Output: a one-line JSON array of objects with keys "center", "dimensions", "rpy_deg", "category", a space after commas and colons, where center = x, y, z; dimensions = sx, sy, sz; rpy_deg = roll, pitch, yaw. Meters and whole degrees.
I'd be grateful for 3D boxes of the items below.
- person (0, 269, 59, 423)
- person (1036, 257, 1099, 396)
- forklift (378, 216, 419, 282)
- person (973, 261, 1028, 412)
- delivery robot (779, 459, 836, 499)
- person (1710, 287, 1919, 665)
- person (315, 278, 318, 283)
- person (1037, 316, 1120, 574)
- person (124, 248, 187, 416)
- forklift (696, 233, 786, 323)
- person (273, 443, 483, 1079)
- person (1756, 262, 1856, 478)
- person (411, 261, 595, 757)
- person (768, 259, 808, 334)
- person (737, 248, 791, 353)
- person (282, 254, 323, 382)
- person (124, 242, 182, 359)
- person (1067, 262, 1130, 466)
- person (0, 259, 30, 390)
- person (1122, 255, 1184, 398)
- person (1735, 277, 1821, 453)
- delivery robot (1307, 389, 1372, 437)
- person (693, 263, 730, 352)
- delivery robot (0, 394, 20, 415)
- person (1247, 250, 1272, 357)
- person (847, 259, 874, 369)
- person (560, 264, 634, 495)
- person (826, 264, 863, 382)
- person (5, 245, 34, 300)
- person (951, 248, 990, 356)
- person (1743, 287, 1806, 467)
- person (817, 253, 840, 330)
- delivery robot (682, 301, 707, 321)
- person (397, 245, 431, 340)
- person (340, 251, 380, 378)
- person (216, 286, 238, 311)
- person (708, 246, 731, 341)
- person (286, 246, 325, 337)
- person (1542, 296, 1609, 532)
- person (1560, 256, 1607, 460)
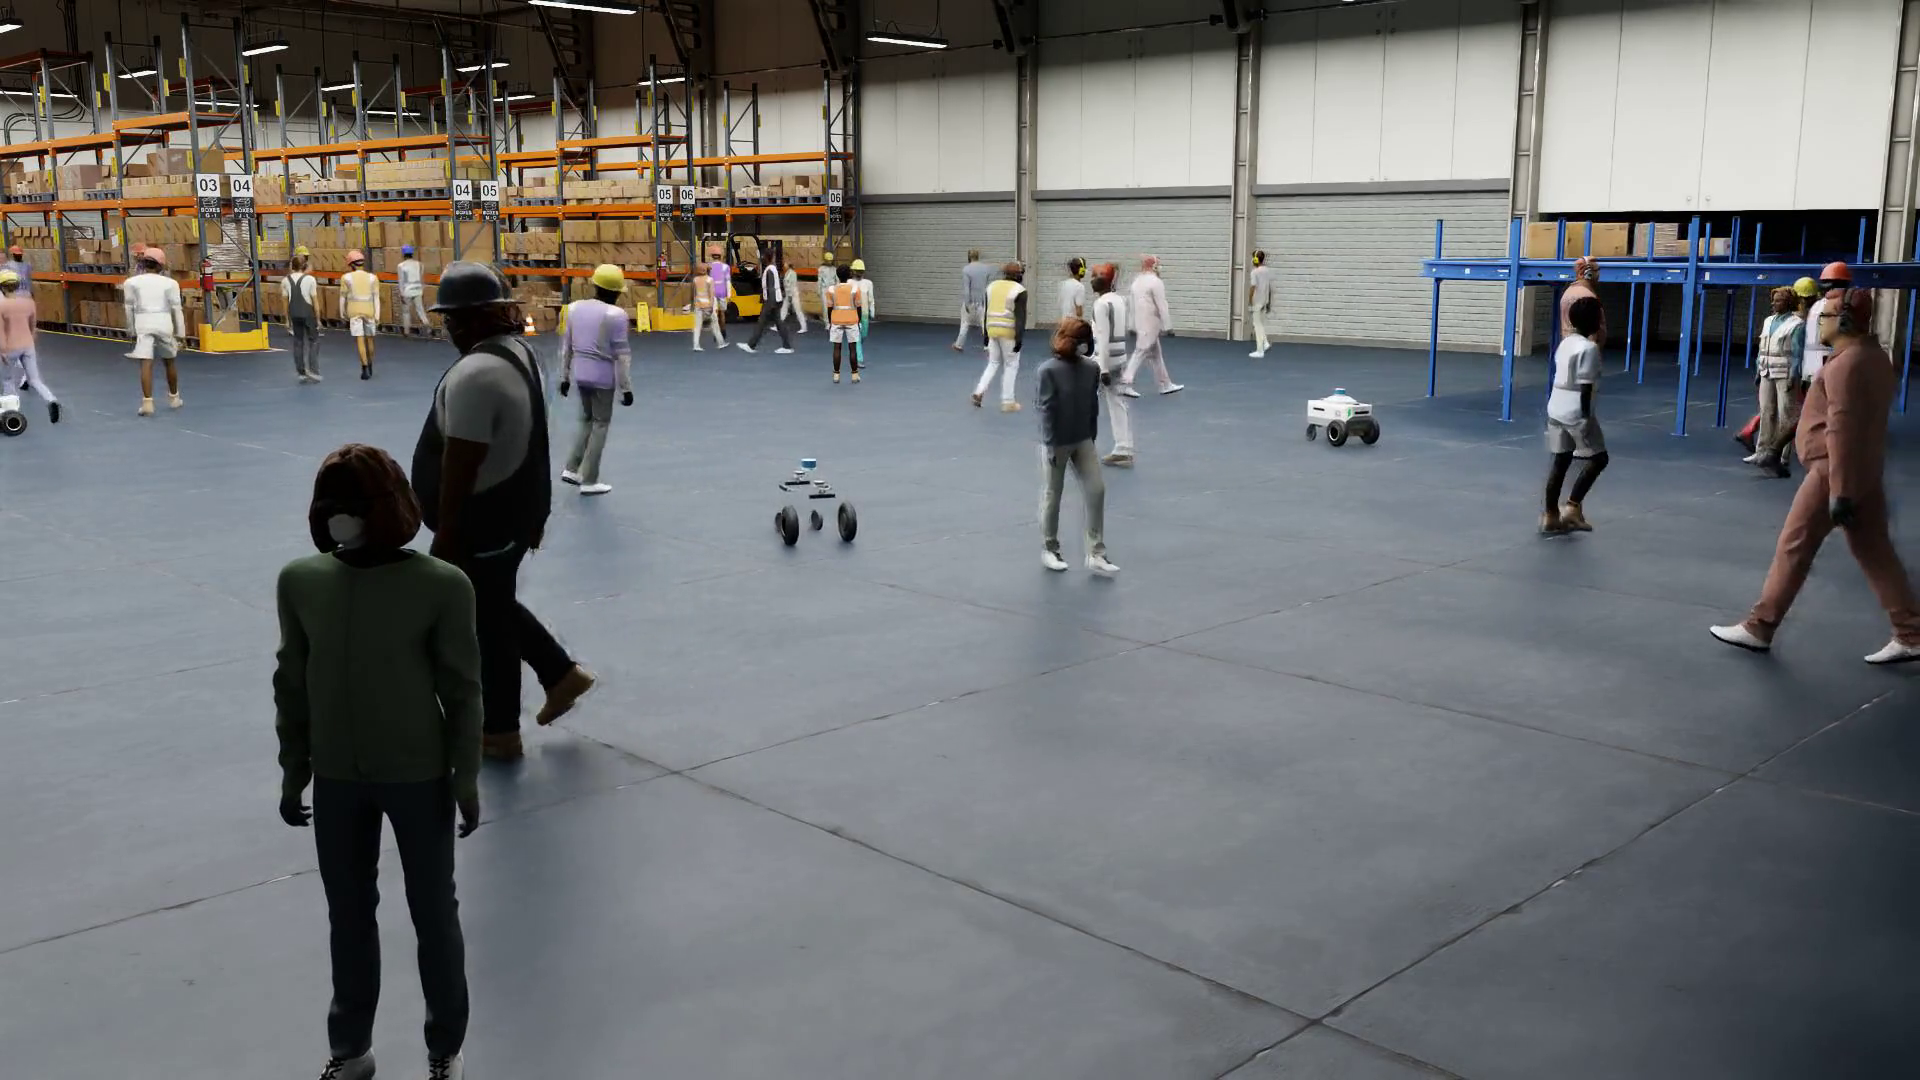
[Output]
[{"center": [-10.333, -2.104, 18.307], "dimensions": [0.703, 1.746, 0.516], "rpy_deg": [6, 12, 31], "category": "person"}, {"center": [1.423, -2.766, 21.679], "dimensions": [0.859, 1.844, 0.533], "rpy_deg": [-6, 12, -32], "category": "person"}, {"center": [-17.868, -9.201, 54.028], "dimensions": [1.873, 2.768, 1.129], "rpy_deg": [-10, 14, -44], "category": "forklift"}, {"center": [0.508, -2.456, 20.075], "dimensions": [0.645, 1.809, 0.630], "rpy_deg": [9, 14, 42], "category": "person"}, {"center": [-1.061, -0.455, 11.713], "dimensions": [0.335, 0.223, 0.698], "rpy_deg": [-4, 11, -20], "category": "delivery robot"}, {"center": [4.373, -0.312, 8.236], "dimensions": [1.008, 1.864, 0.667], "rpy_deg": [10, 14, 44], "category": "person"}, {"center": [-17.536, -6.976, 44.671], "dimensions": [0.424, 1.819, 0.624], "rpy_deg": [7, 13, 35], "category": "person"}, {"center": [0.724, -0.576, 10.358], "dimensions": [0.502, 1.607, 0.705], "rpy_deg": [-6, 12, -29], "category": "person"}, {"center": [-9.642, -2.502, 19.946], "dimensions": [0.643, 1.966, 0.941], "rpy_deg": [-5, 11, -24], "category": "person"}, {"center": [-5.496, -6.489, 41.108], "dimensions": [2.313, 2.155, 1.214], "rpy_deg": [-10, 14, -44], "category": "forklift"}, {"center": [-1.387, 0.578, 3.986], "dimensions": [0.498, 1.634, 0.283], "rpy_deg": [1, 10, 5], "category": "person"}, {"center": [7.518, -1.477, 14.556], "dimensions": [0.962, 1.894, 0.581], "rpy_deg": [3, 11, 14], "category": "person"}, {"center": [-1.913, -0.108, 6.734], "dimensions": [0.583, 2.000, 0.685], "rpy_deg": [0, 10, 0], "category": "person"}, {"center": [-3.689, -5.259, 35.942], "dimensions": [0.869, 1.591, 0.534], "rpy_deg": [-5, 12, -26], "category": "person"}, {"center": [-3.499, -4.288, 29.866], "dimensions": [0.978, 1.864, 0.617], "rpy_deg": [0, 10, -2], "category": "person"}, {"center": [-9.515, -3.212, 24.097], "dimensions": [0.531, 1.847, 0.383], "rpy_deg": [1, 10, 4], "category": "person"}, {"center": [-14.116, -4.186, 28.971], "dimensions": [0.621, 2.007, 0.992], "rpy_deg": [9, 14, 41], "category": "person"}, {"center": [1.247, -1.623, 15.384], "dimensions": [0.802, 1.854, 0.584], "rpy_deg": [6, 12, 31], "category": "person"}, {"center": [-13.190, -3.007, 22.900], "dimensions": [0.931, 1.872, 0.654], "rpy_deg": [6, 12, 30], "category": "person"}, {"center": [2.514, -2.812, 21.887], "dimensions": [1.015, 1.856, 0.639], "rpy_deg": [-4, 11, -18], "category": "person"}, {"center": [7.969, -1.668, 15.991], "dimensions": [0.807, 1.725, 0.540], "rpy_deg": [8, 13, 37], "category": "person"}, {"center": [3.899, -1.312, 17.099], "dimensions": [0.477, 0.478, 0.707], "rpy_deg": [-5, 12, -26], "category": "delivery robot"}, {"center": [-4.627, -4.279, 30.563], "dimensions": [0.520, 1.600, 0.846], "rpy_deg": [6, 12, 31], "category": "person"}, {"center": [-10.400, -1.412, 17.640], "dimensions": [0.477, 0.478, 0.707], "rpy_deg": [9, 14, 42], "category": "delivery robot"}, {"center": [5.207, -4.122, 29.014], "dimensions": [0.550, 1.853, 0.422], "rpy_deg": [-9, 14, -40], "category": "person"}, {"center": [-1.660, -3.679, 26.943], "dimensions": [0.534, 1.740, 0.841], "rpy_deg": [-5, 12, -26], "category": "person"}, {"center": [-2.970, -1.308, 13.615], "dimensions": [0.700, 1.876, 0.391], "rpy_deg": [6, 12, 29], "category": "person"}, {"center": [-1.666, -3.129, 24.024], "dimensions": [0.535, 1.699, 0.318], "rpy_deg": [0, 10, 1], "category": "person"}, {"center": [-20.625, -5.512, 36.463], "dimensions": [0.553, 1.911, 0.842], "rpy_deg": [-10, 14, -43], "category": "person"}, {"center": [0.243, -4.225, 29.514], "dimensions": [0.639, 1.886, 1.035], "rpy_deg": [-7, 12, -32], "category": "person"}, {"center": [7.530, -1.502, 15.311], "dimensions": [0.307, 1.641, 0.511], "rpy_deg": [-3, 11, -15], "category": "person"}, {"center": [-2.882, -5.520, 37.023], "dimensions": [0.503, 1.701, 0.871], "rpy_deg": [-5, 12, -25], "category": "person"}, {"center": [-6.389, -5.453, 39.678], "dimensions": [0.707, 0.478, 0.477], "rpy_deg": [5, 11, 25], "category": "delivery robot"}, {"center": [-11.096, -5.025, 33.746], "dimensions": [0.617, 1.926, 0.768], "rpy_deg": [-10, 14, -43], "category": "person"}, {"center": [-8.963, -3.371, 24.883], "dimensions": [0.543, 1.875, 0.957], "rpy_deg": [-7, 13, -34], "category": "person"}, {"center": [-15.938, -5.417, 36.114], "dimensions": [0.623, 1.844, 0.429], "rpy_deg": [5, 11, 25], "category": "person"}, {"center": [-4.895, -4.960, 33.505], "dimensions": [0.565, 1.883, 0.984], "rpy_deg": [-1, 10, -5], "category": "person"}, {"center": [-13.833, -5.231, 34.971], "dimensions": [0.924, 1.898, 0.596], "rpy_deg": [5, 12, 26], "category": "person"}, {"center": [4.382, -0.880, 11.786], "dimensions": [0.444, 1.678, 0.552], "rpy_deg": [-1, 10, -3], "category": "person"}, {"center": [5.955, -1.747, 15.905], "dimensions": [0.411, 1.913, 0.643], "rpy_deg": [0, 10, 1], "category": "person"}]
